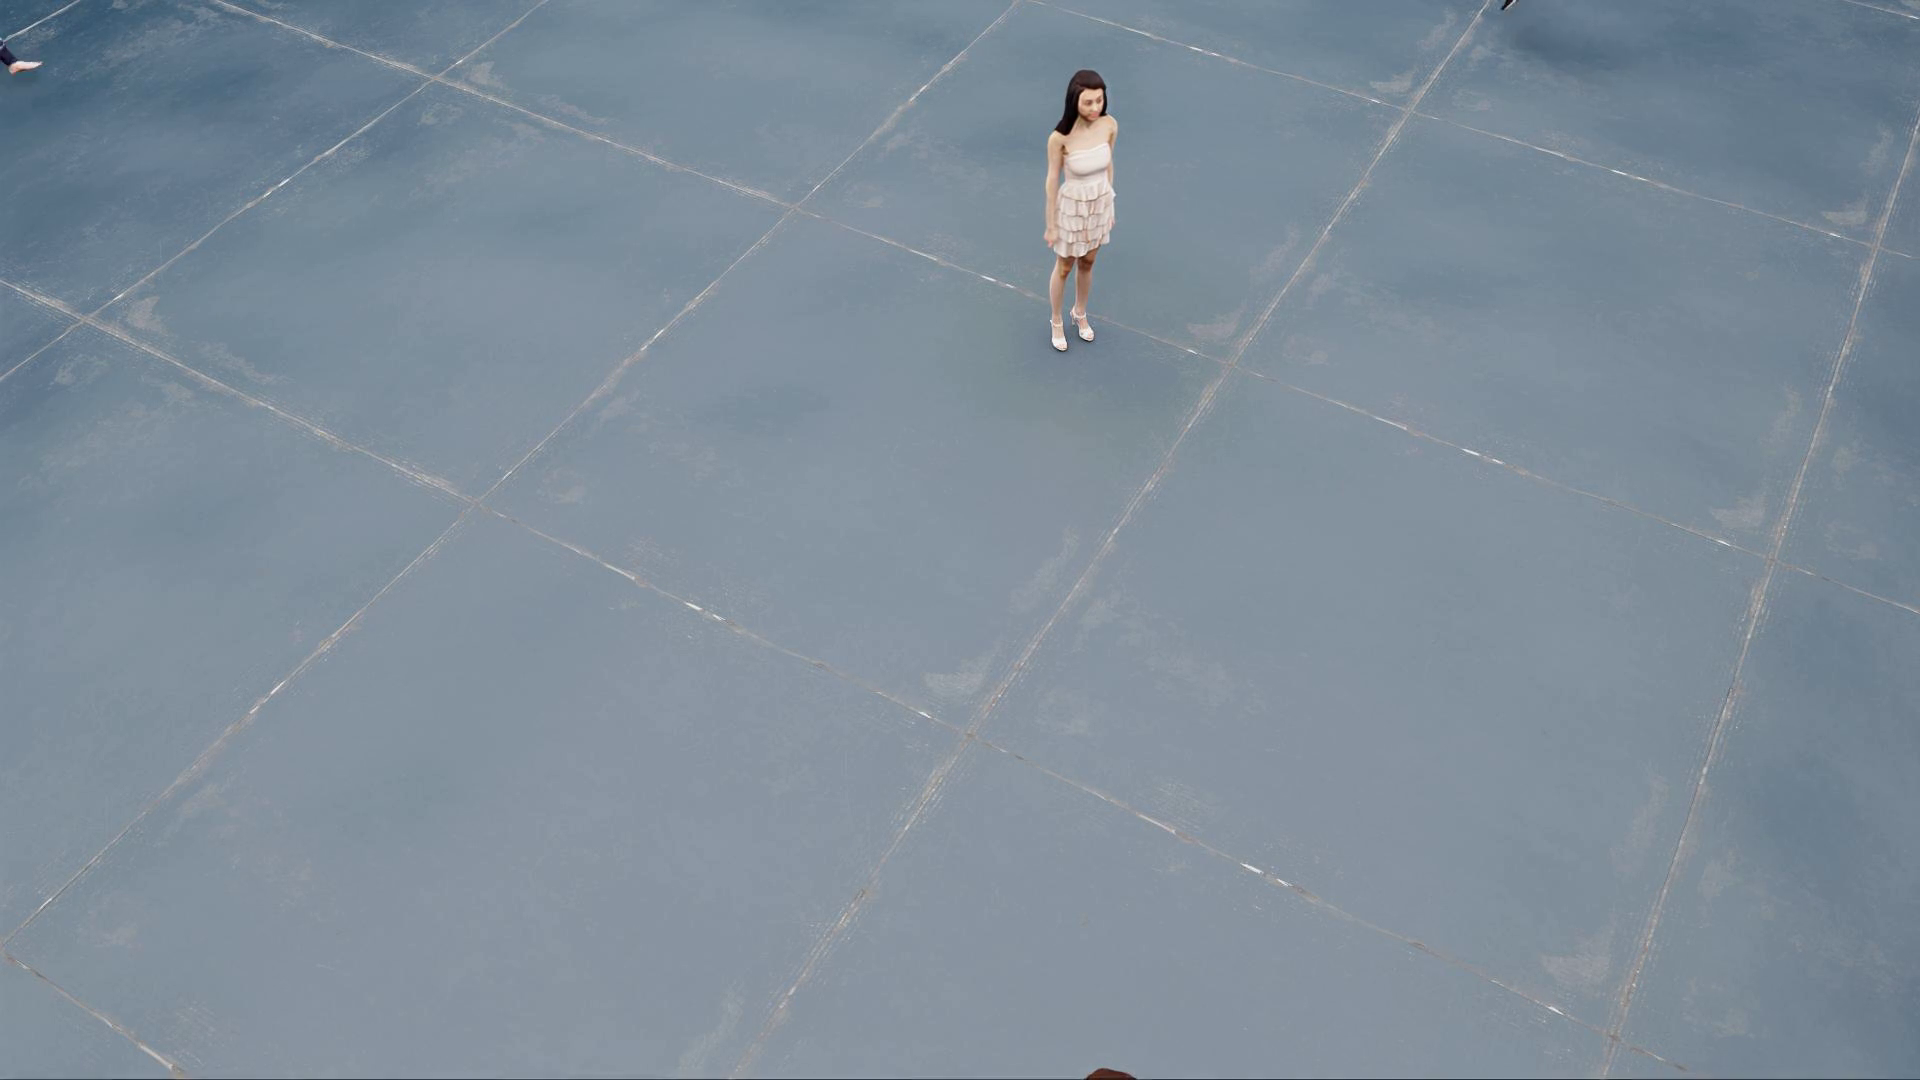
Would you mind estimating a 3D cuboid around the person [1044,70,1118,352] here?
[{"bbox_3d":[0.648,-1.772,9.024,0.660,1.736,0.685,-20,51,-18],"label":"person"}]
